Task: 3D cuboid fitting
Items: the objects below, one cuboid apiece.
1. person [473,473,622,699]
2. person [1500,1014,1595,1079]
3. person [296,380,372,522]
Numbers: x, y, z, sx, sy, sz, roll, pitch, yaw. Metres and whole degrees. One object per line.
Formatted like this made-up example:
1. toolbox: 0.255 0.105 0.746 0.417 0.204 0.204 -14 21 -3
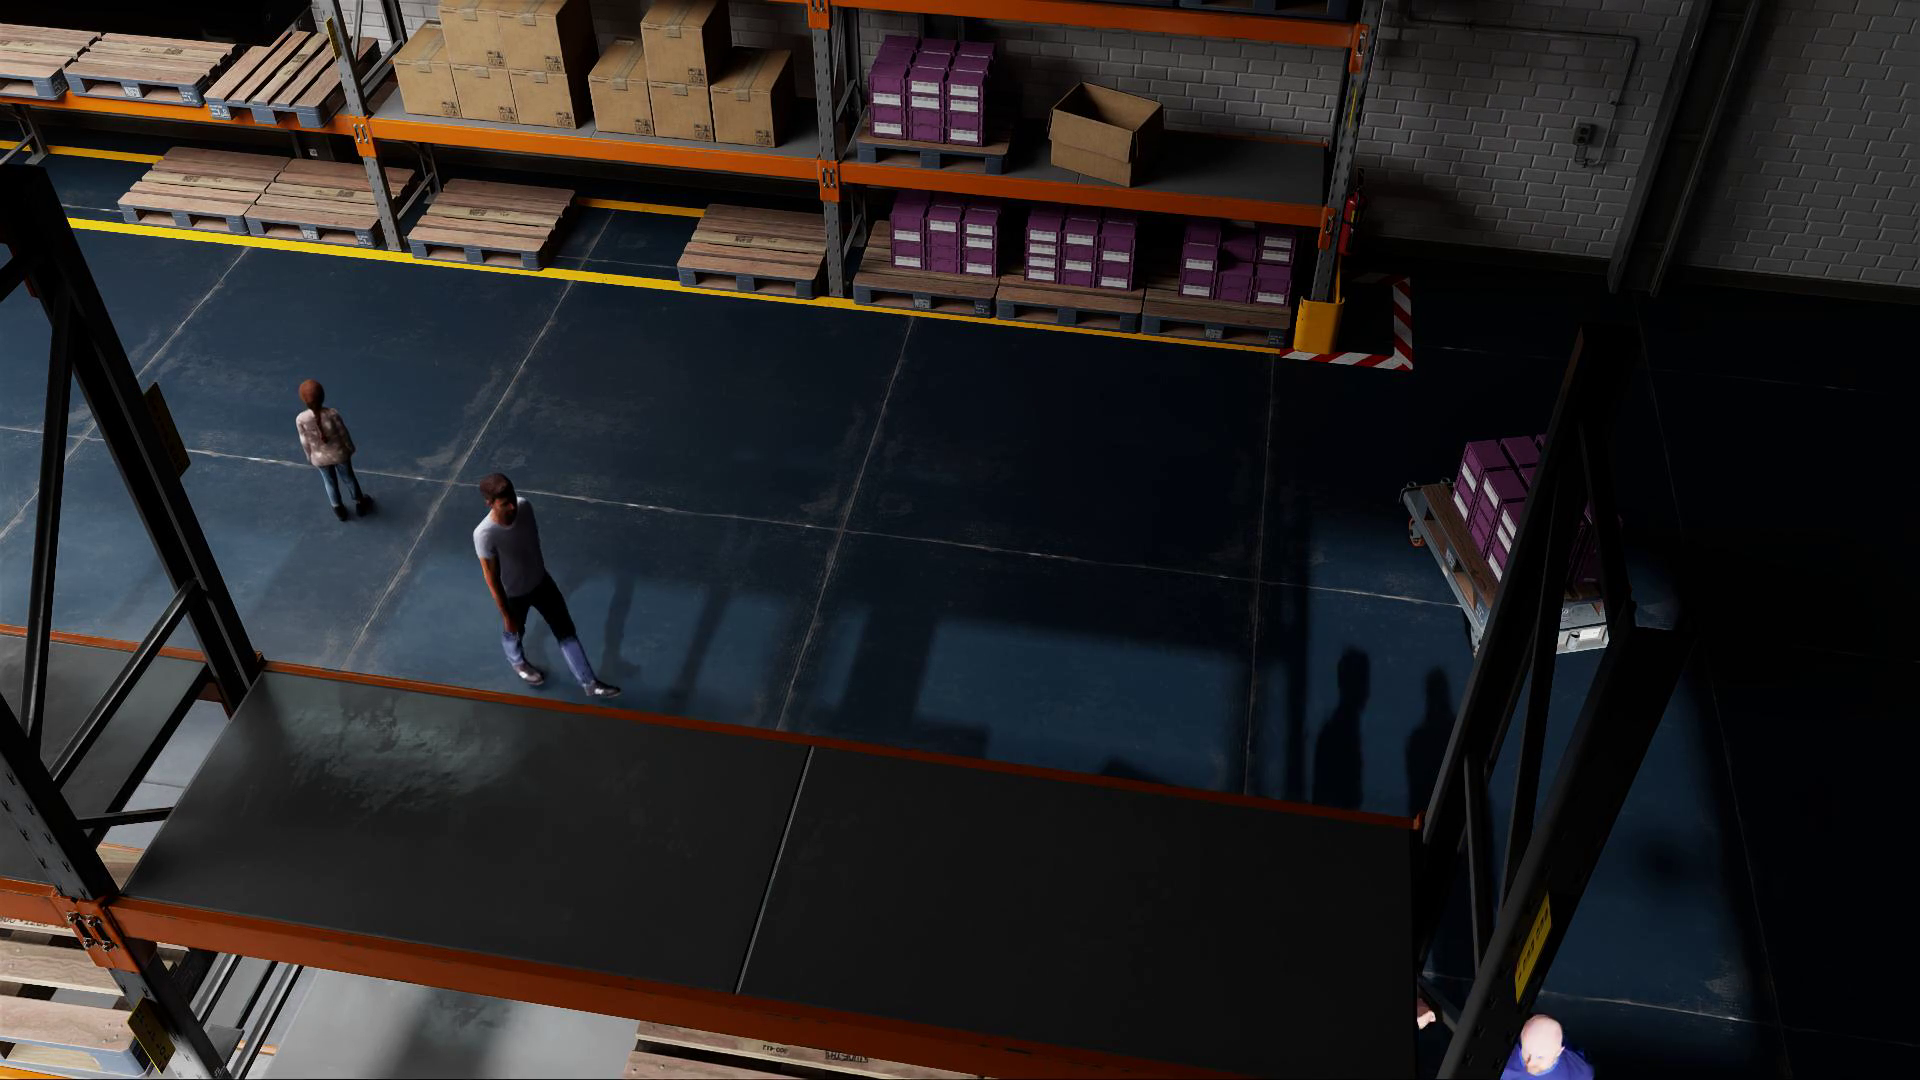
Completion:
1. person: -2.806 0.266 10.395 1.207 1.832 0.979 26 49 24
2. person: 2.610 2.671 7.911 1.129 1.777 0.793 8 44 8
3. person: -4.472 -0.629 11.800 0.516 1.189 0.614 -11 45 -12
